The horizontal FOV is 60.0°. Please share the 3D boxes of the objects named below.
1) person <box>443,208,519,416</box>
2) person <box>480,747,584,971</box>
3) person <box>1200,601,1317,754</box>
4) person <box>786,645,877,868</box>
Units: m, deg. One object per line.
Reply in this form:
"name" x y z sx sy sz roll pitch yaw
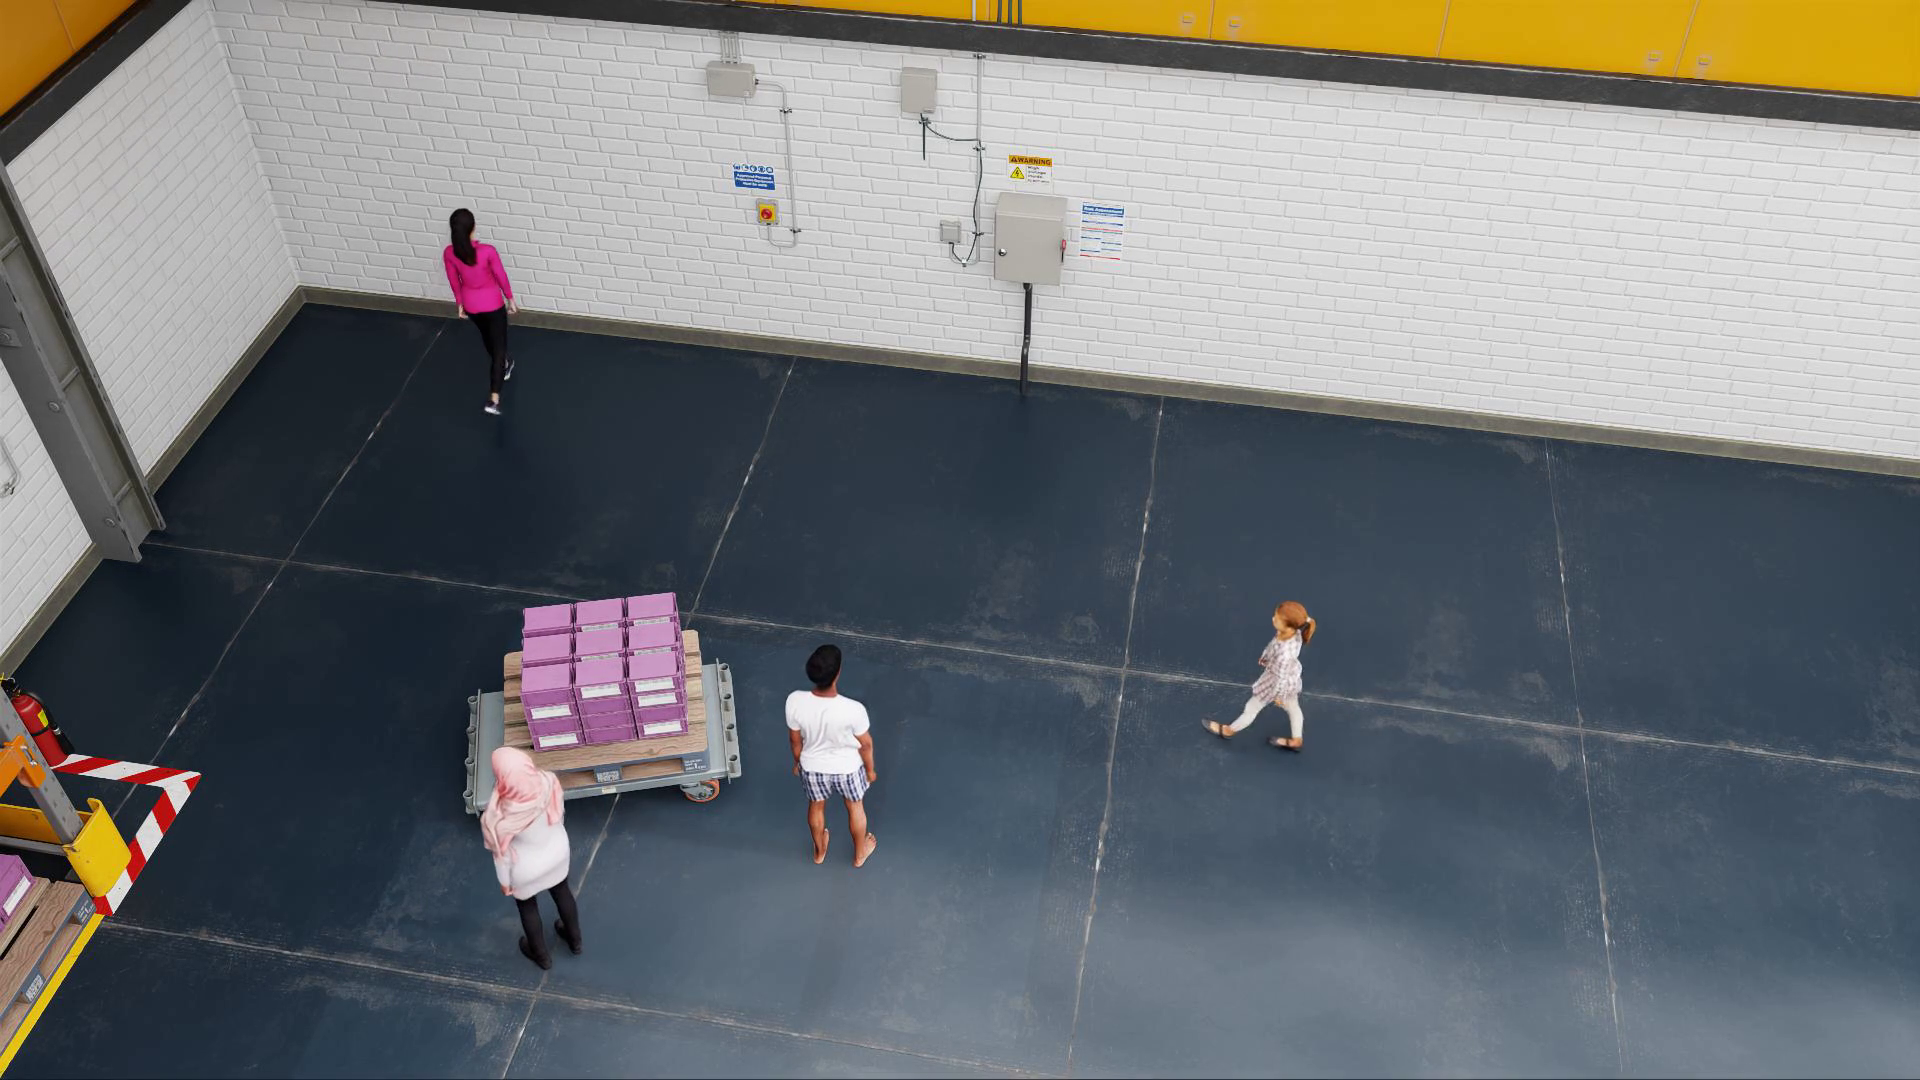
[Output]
"person" -3.623 -1.711 12.608 0.711 1.667 1.152 1 44 1
"person" -2.238 1.708 8.923 0.745 1.800 0.821 -33 53 -30
"person" 2.036 0.868 10.179 0.715 1.283 0.857 17 46 17
"person" -0.727 1.264 9.440 0.626 1.728 0.505 7 44 7
